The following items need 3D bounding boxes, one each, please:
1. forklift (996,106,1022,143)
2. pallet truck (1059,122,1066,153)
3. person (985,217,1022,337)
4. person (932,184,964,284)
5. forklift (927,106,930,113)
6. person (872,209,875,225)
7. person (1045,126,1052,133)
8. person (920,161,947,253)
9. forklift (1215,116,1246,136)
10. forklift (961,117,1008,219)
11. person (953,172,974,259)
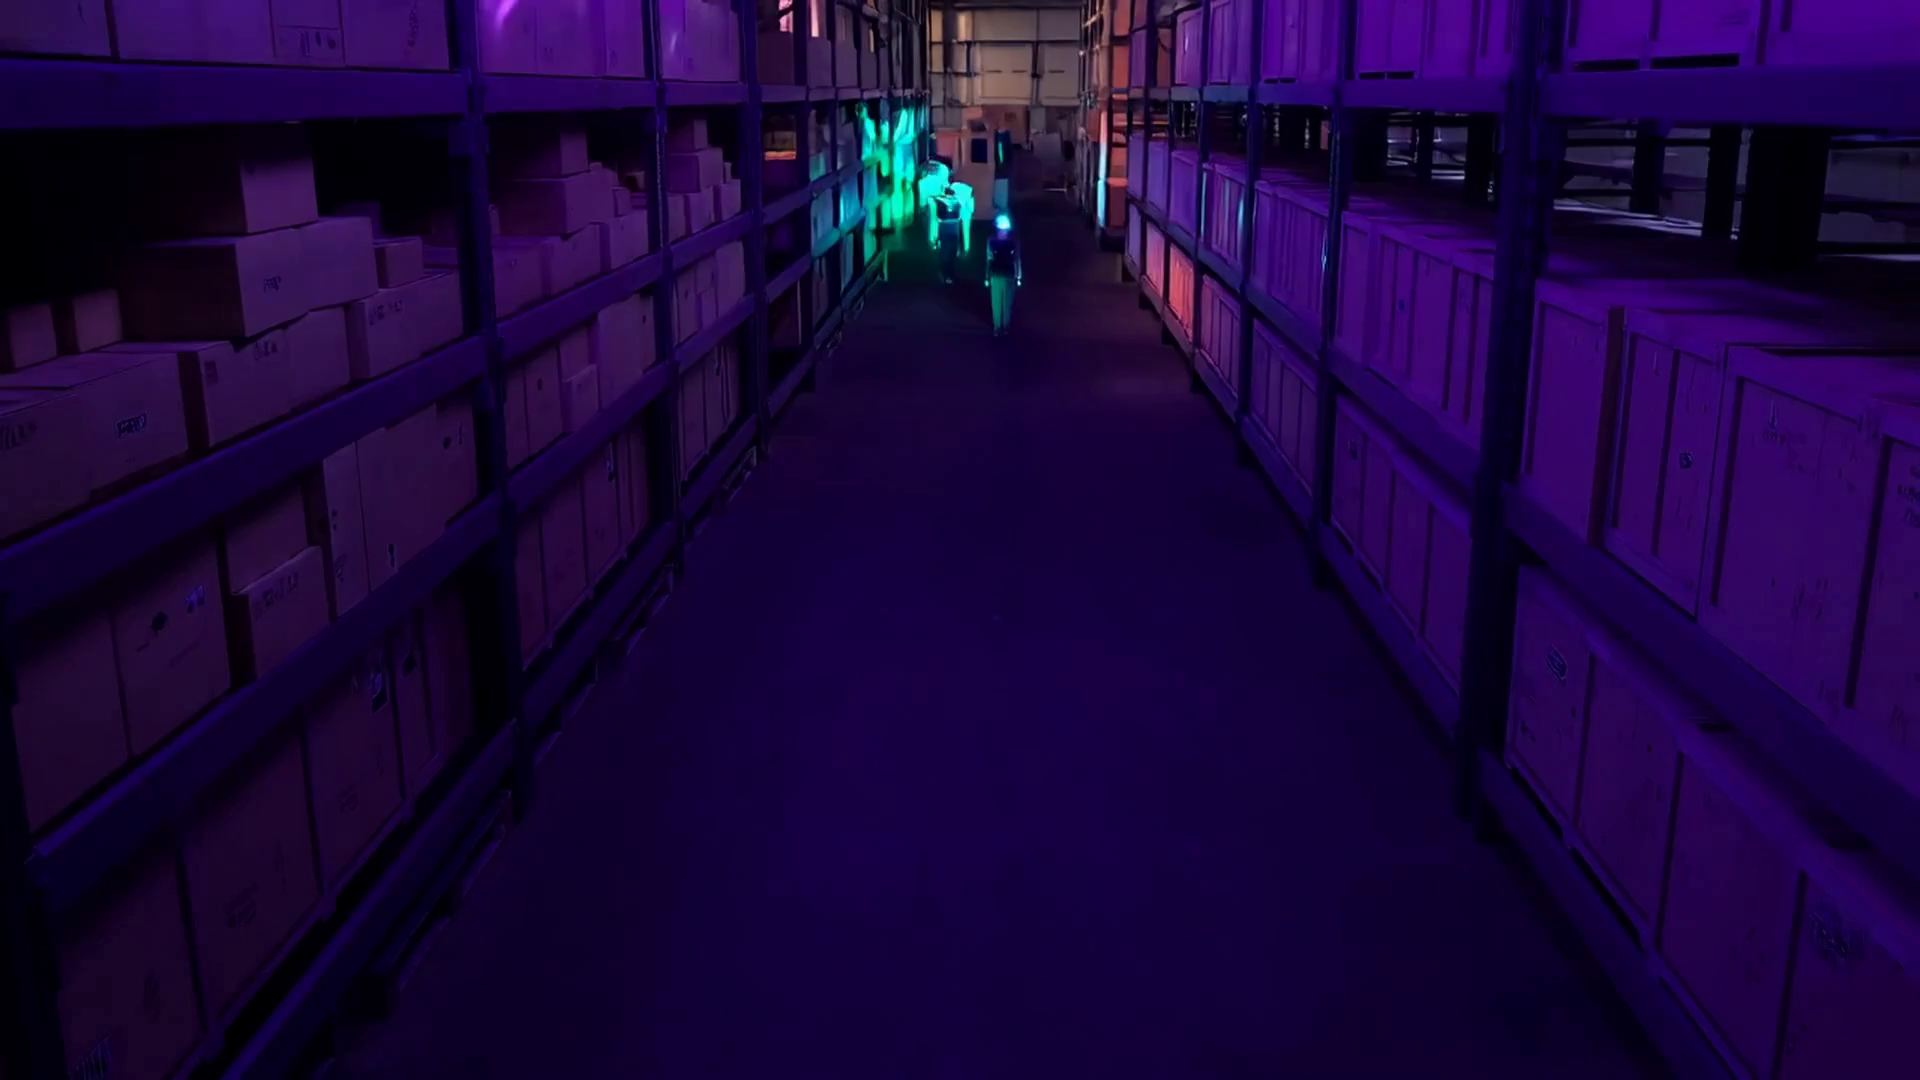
[{"bbox_3d":[2.267,-20.300,83.321,1.129,2.768,1.873,-7,17,-24],"label":"forklift"},{"bbox_3d":[5.788,-21.111,88.014,1.885,1.965,0.823,5,16,18],"label":"pallet truck"},{"bbox_3d":[0.635,-3.827,24.219,0.547,1.712,0.895,1,15,4],"label":"person"},{"bbox_3d":[-0.220,-5.680,30.907,0.610,1.827,0.457,-6,16,-22],"label":"person"},{"bbox_3d":[-2.001,-20.667,84.687,1.129,2.768,1.873,0,15,2],"label":"forklift"},{"bbox_3d":[-2.090,-6.900,35.873,0.718,1.610,0.502,9,17,30],"label":"person"},{"bbox_3d":[4.159,-18.942,80.082,0.668,1.921,0.655,6,16,21],"label":"person"},{"bbox_3d":[-0.580,-7.389,36.937,0.643,2.013,0.658,0,15,0],"label":"person"},{"bbox_3d":[7.782,-10.919,48.418,1.129,2.768,1.873,0,15,1],"label":"forklift"},{"bbox_3d":[0.525,-10.528,46.963,1.129,2.768,1.873,7,17,25],"label":"forklift"},{"bbox_3d":[-0.018,-6.923,35.515,0.626,1.846,0.429,-6,16,-20],"label":"person"}]
